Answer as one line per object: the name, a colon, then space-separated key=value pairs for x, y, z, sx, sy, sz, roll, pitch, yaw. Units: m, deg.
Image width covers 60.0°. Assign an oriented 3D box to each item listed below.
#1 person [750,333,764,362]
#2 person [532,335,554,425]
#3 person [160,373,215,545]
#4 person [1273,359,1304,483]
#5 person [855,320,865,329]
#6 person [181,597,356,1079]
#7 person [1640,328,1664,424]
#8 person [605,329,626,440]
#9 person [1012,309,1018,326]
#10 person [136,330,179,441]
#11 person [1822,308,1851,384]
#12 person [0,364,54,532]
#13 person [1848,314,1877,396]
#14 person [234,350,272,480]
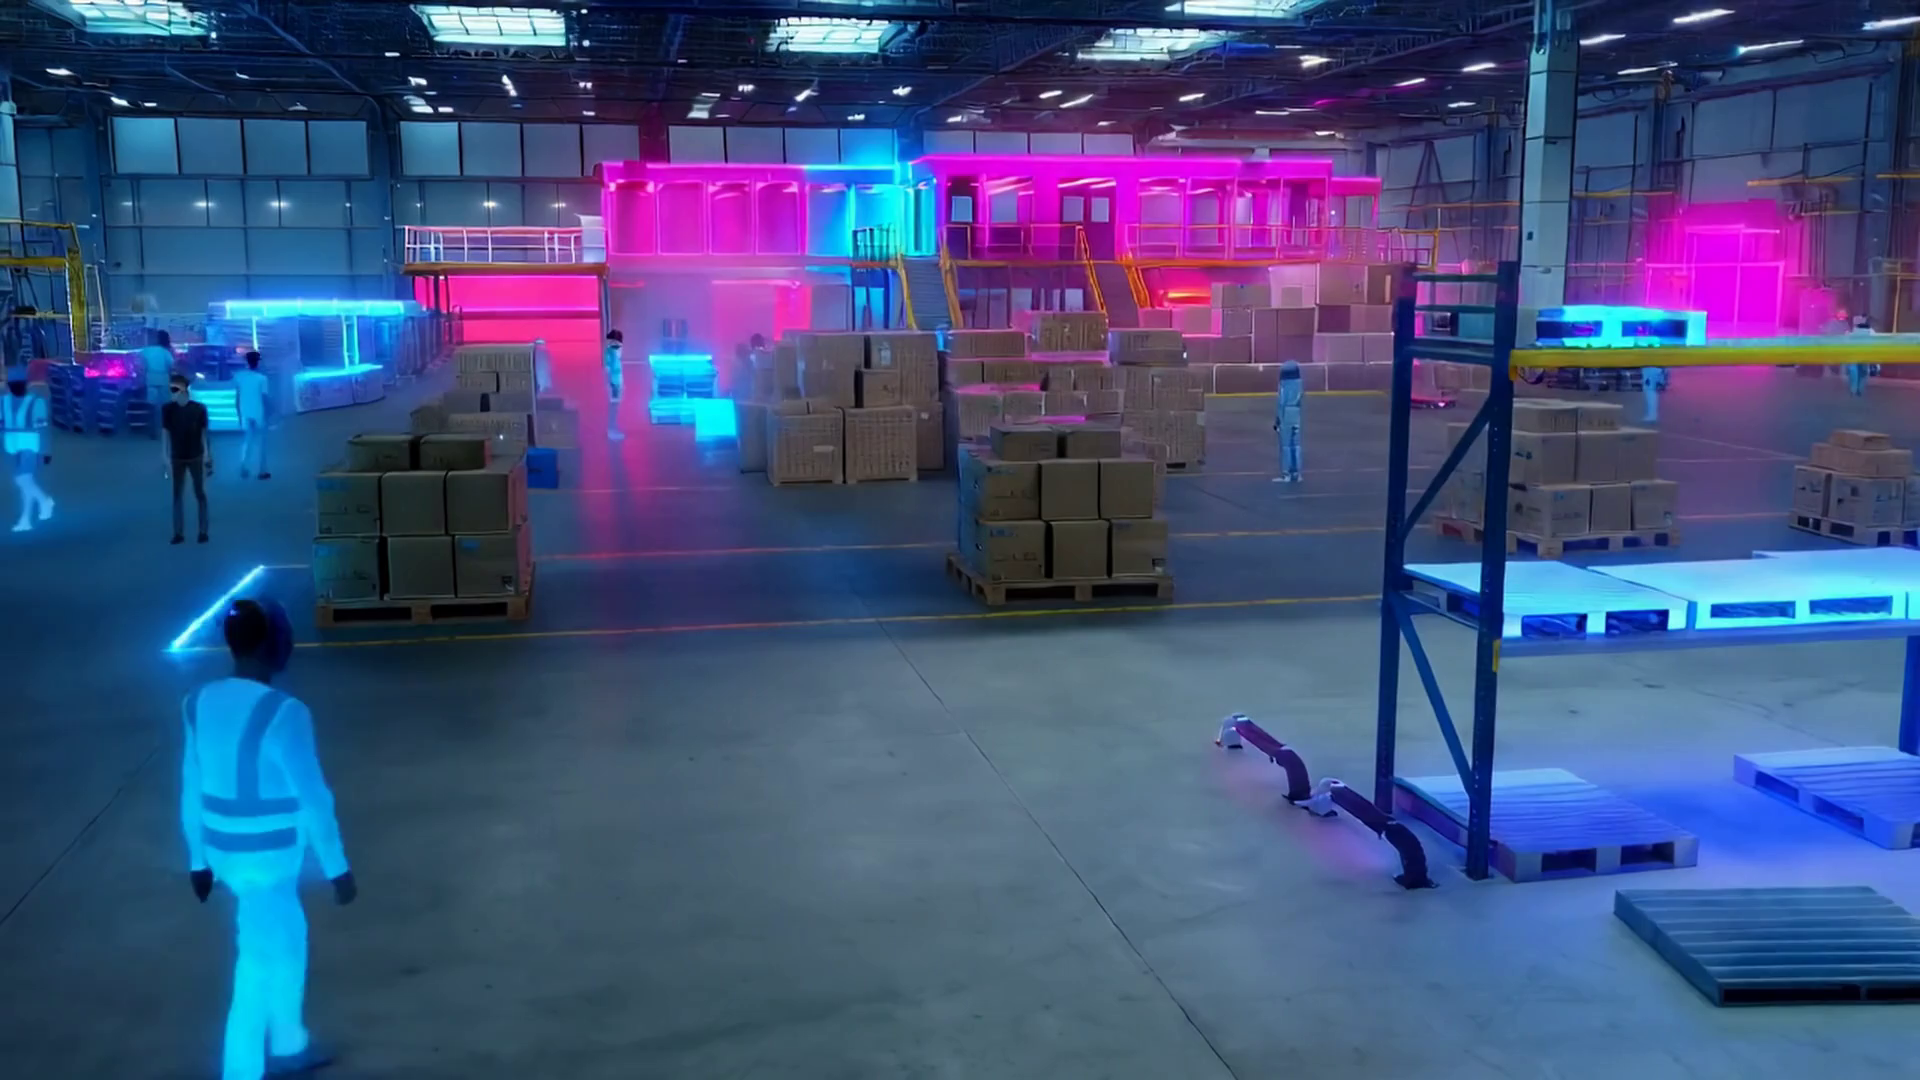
person: x=-3.327 y=-2.490 z=27.724 sx=0.392 sy=1.920 sz=0.588 roll=3 pitch=10 yaw=17
person: x=-7.962 y=-3.000 z=31.424 sx=0.532 sy=1.731 sz=0.882 roll=-1 pitch=9 yaw=-6
person: x=-8.373 y=-0.873 z=18.023 sx=0.532 sy=1.868 sz=0.310 roll=-2 pitch=10 yaw=-14
person: x=4.585 y=-1.659 z=23.228 sx=0.482 sy=1.735 sz=0.336 roll=-7 pitch=12 yaw=-38
person: x=-2.200 y=-3.950 z=36.879 sx=0.528 sy=1.841 sz=0.365 roll=1 pitch=9 yaw=4
person: x=-2.401 y=1.118 z=5.905 sx=0.574 sy=1.858 sz=0.731 roll=6 pitch=11 yaw=35
person: x=13.332 y=-3.164 z=32.077 sx=0.428 sy=1.840 sz=0.631 roll=4 pitch=10 yaw=25
person: x=-6.016 y=-2.720 z=29.074 sx=0.373 sy=1.933 sz=0.549 roll=-1 pitch=9 yaw=-7
person: x=1.483 y=-5.269 z=44.769 sx=0.356 sy=1.884 sz=0.574 roll=-1 pitch=9 yaw=-3
person: x=-13.938 y=-2.677 z=28.886 sx=0.724 sy=1.919 sz=0.364 roll=-2 pitch=9 yaw=-10
person: x=22.773 y=-5.047 z=43.238 sx=0.633 sy=1.958 sz=0.952 roll=0 pitch=9 yaw=0
person: x=-10.797 y=-1.093 z=19.267 sx=0.537 sy=1.915 sz=0.889 roll=1 pitch=9 yaw=4
person: x=21.233 y=-4.368 z=39.193 sx=0.609 sy=1.904 sz=0.934 roll=5 pitch=11 yaw=28
person: x=-9.964 y=-1.746 z=23.406 sx=0.531 sy=1.848 sz=0.523 roll=0 pitch=9 yaw=1
